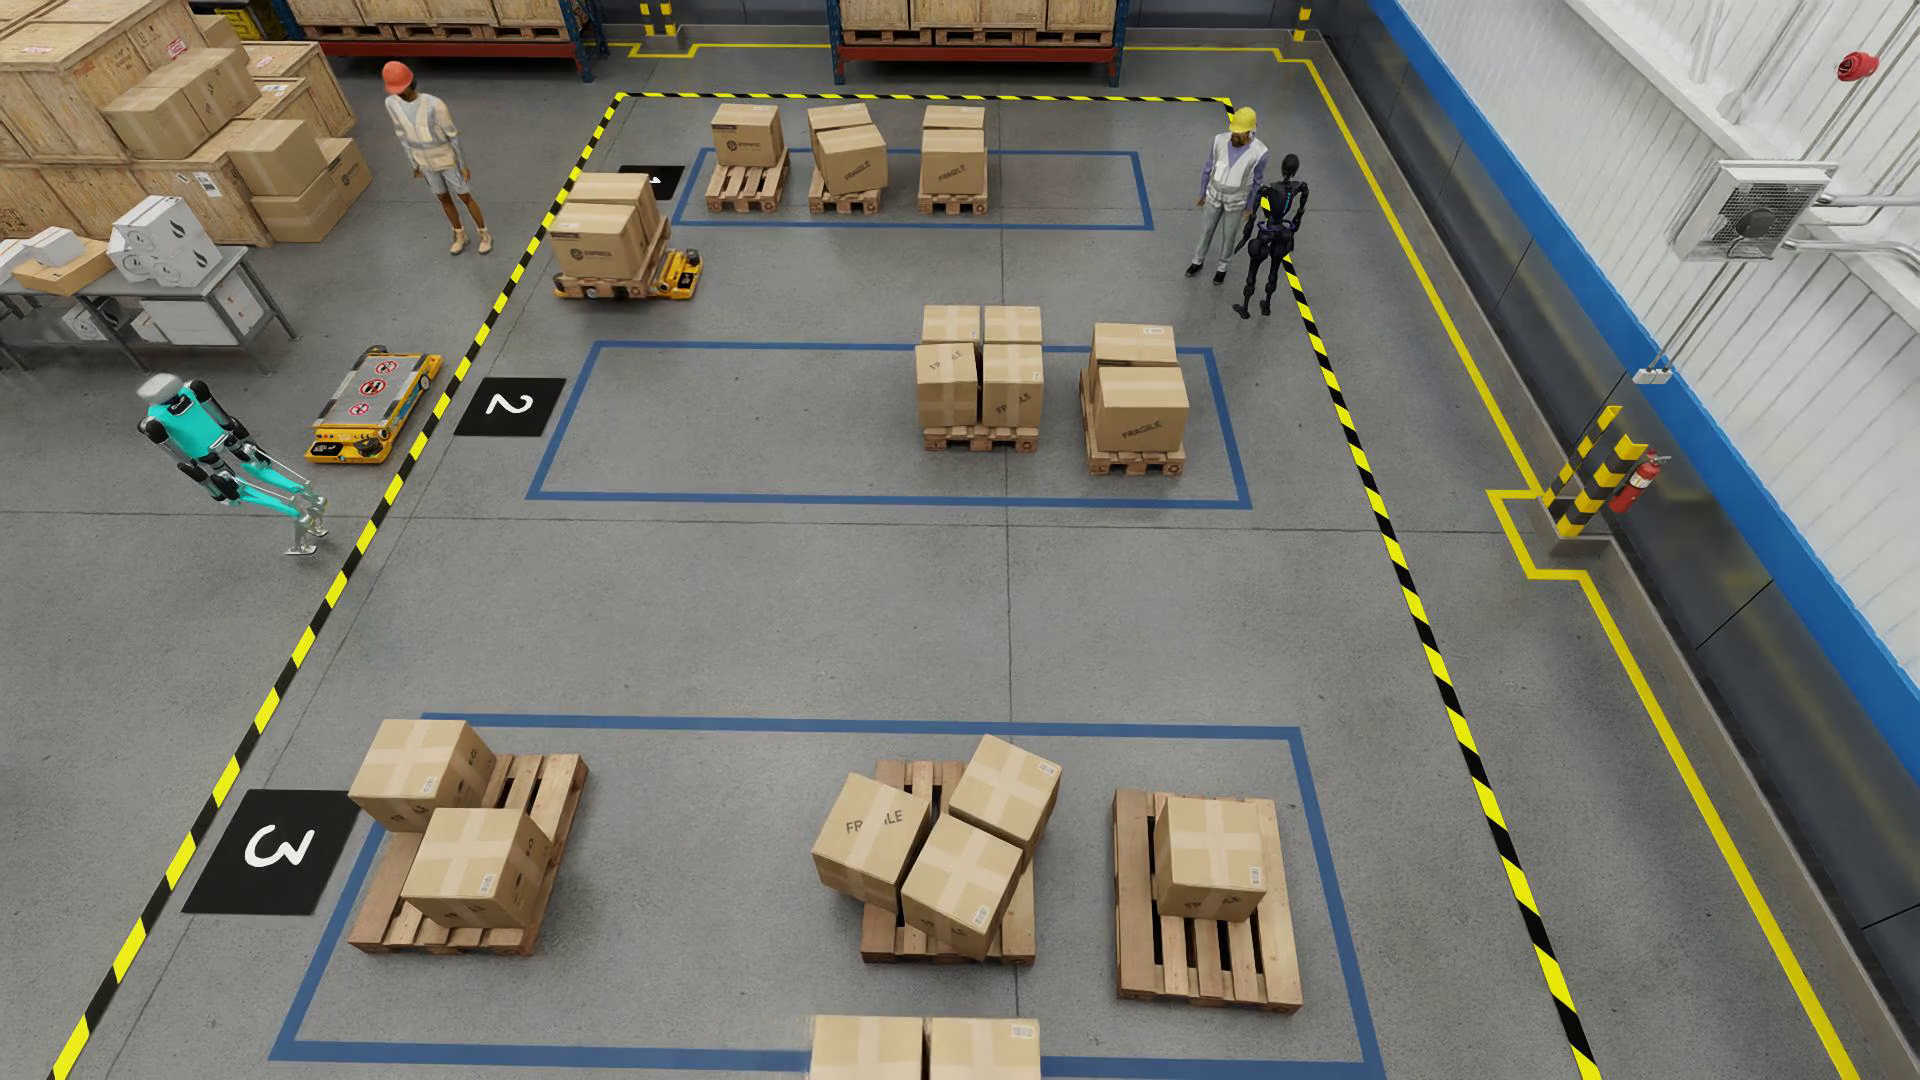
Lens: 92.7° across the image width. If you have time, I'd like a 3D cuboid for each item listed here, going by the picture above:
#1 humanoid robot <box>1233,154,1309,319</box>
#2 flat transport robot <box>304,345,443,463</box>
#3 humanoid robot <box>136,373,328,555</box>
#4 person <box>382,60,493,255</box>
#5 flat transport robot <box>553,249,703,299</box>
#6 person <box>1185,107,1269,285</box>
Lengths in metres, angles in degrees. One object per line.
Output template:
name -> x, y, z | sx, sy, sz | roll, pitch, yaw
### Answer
humanoid robot -> 3.011, -2.936, 8.920 | 0.599, 1.655, 0.315 | -6, 50, -5
flat transport robot -> -5.383, -1.269, 8.441 | 0.659, 0.231, 1.431 | 1, 50, 1
humanoid robot -> -5.177, -0.497, 6.742 | 0.735, 1.671, 0.533 | 8, 50, 7
person -> -5.439, -3.928, 9.533 | 0.604, 2.038, 0.383 | 1, 50, 1
flat transport robot -> -3.527, -2.852, 9.762 | 1.431, 0.197, 0.652 | 1, 50, 1
person -> 2.693, -3.454, 9.265 | 0.599, 1.829, 0.404 | 25, 54, 20
